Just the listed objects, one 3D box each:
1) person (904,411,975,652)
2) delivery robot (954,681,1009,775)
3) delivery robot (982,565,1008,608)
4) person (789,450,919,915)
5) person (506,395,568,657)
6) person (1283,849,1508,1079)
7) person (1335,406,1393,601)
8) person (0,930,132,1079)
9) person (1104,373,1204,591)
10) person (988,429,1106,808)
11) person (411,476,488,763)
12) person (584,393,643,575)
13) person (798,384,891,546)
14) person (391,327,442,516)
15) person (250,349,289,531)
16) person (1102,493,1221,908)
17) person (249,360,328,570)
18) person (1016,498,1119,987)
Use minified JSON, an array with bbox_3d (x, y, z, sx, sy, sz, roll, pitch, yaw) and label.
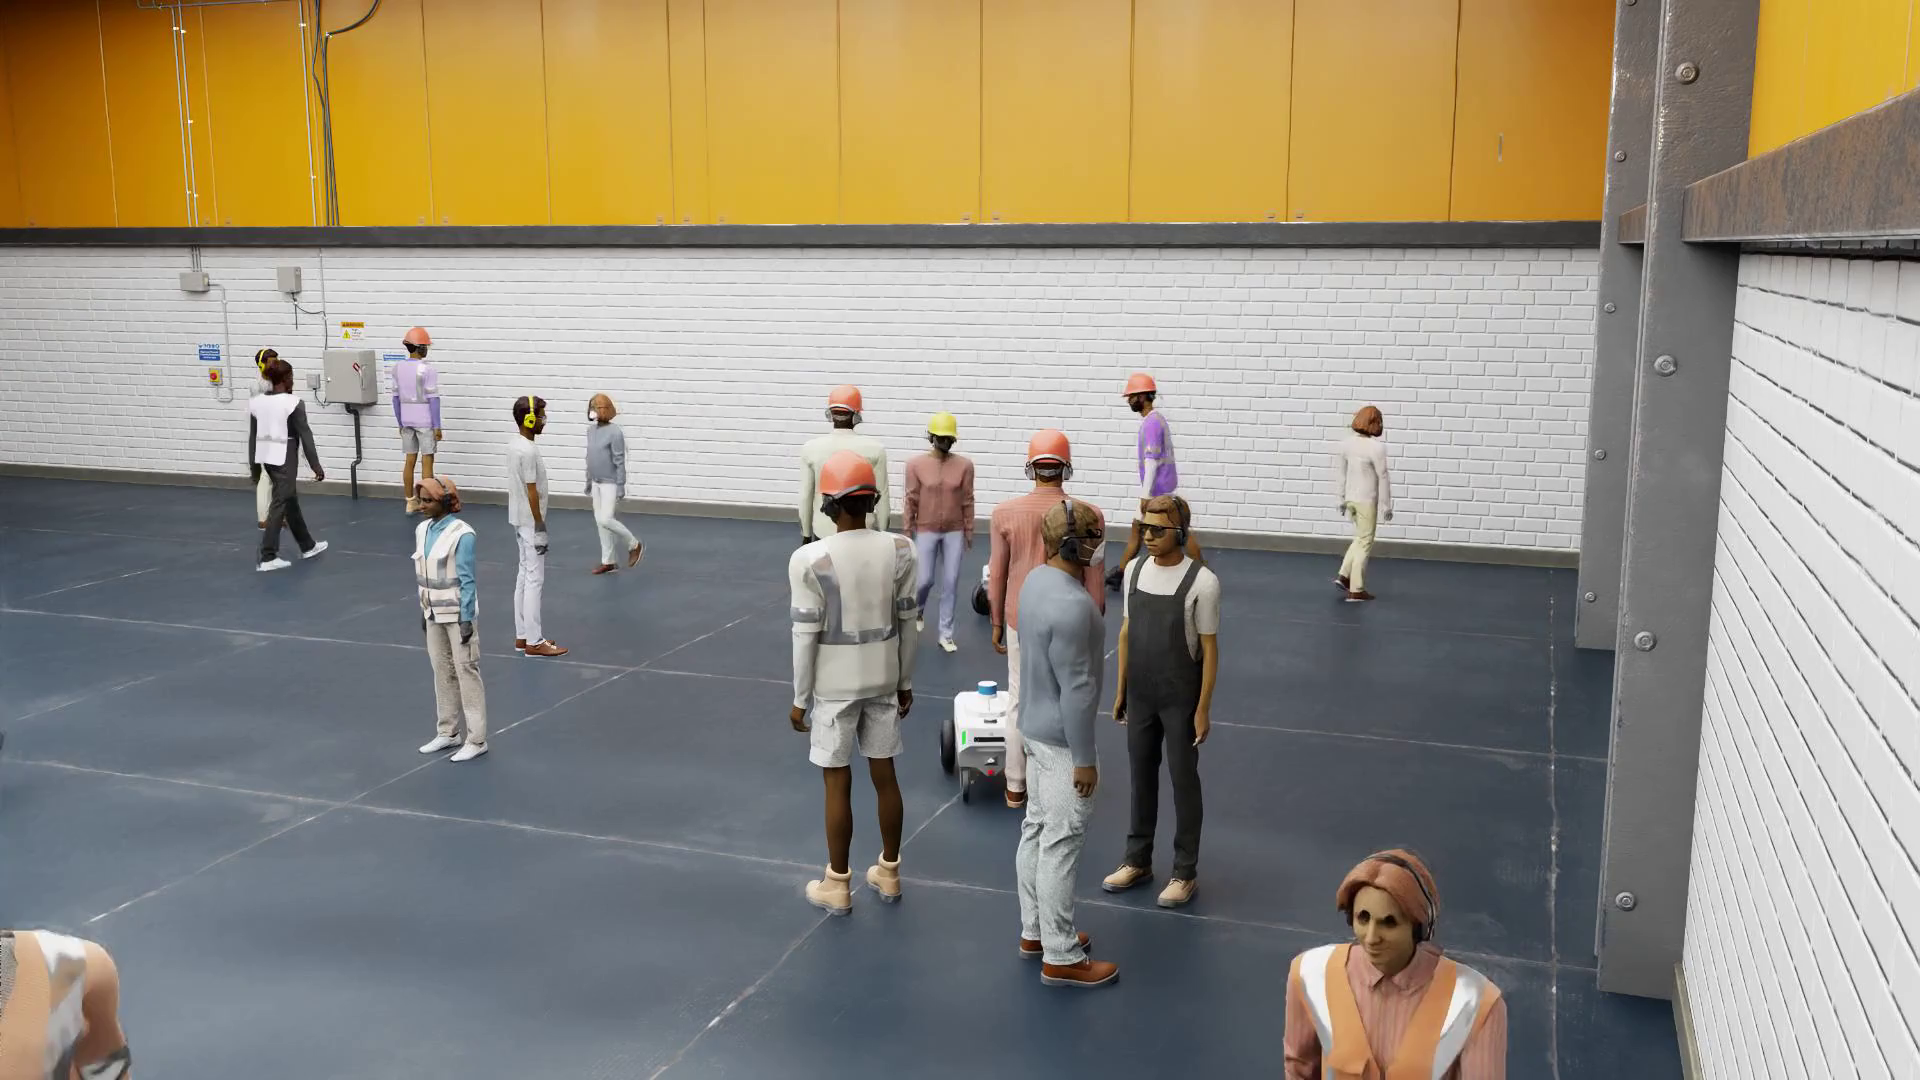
[{"bbox_3d":[-0.159,-0.077,12.057,0.533,1.746,0.521,-3,10,-15],"label":"person"},{"bbox_3d":[0.149,1.012,9.042,0.477,0.478,0.707,0,10,-2],"label":"delivery robot"},{"bbox_3d":[0.504,0.274,13.197,0.477,0.478,0.707,8,13,40],"label":"delivery robot"},{"bbox_3d":[-0.474,0.623,7.301,0.608,2.046,0.368,-6,12,-30],"label":"person"},{"bbox_3d":[-3.044,-0.098,11.872,0.328,1.865,0.508,-6,11,-29],"label":"person"},{"bbox_3d":[0.947,1.483,3.726,0.515,1.594,0.836,4,11,23],"label":"person"},{"bbox_3d":[3.335,-0.296,13.692,0.367,1.622,0.508,-4,11,-22],"label":"person"},{"bbox_3d":[-1.891,1.432,3.178,0.620,1.882,0.930,-5,11,-28],"label":"person"},{"bbox_3d":[1.651,-0.446,13.865,1.064,1.867,0.596,0,10,3],"label":"person"},{"bbox_3d":[0.450,0.416,8.634,0.614,1.987,0.407,1,10,8],"label":"person"},{"bbox_3d":[-2.913,0.442,9.486,0.506,1.631,0.311,8,13,39],"label":"person"},{"bbox_3d":[-3.119,-0.499,14.797,0.414,1.625,0.498,-10,14,-43],"label":"person"},{"bbox_3d":[-0.775,-0.057,11.273,0.622,1.992,0.396,1,10,3],"label":"person"},{"bbox_3d":[-5.846,-1.279,18.017,0.609,2.043,0.396,5,11,27],"label":"person"},{"bbox_3d":[-7.104,-1.031,17.137,0.309,1.859,0.535,0,10,-1],"label":"person"},{"bbox_3d":[0.903,0.705,7.402,0.504,1.847,0.345,8,13,40],"label":"person"},{"bbox_3d":[-6.114,-0.703,15.228,0.589,1.875,0.956,5,11,28],"label":"person"},{"bbox_3d":[0.411,0.795,6.629,0.371,1.941,0.627,-2,10,-13],"label":"person"}]
